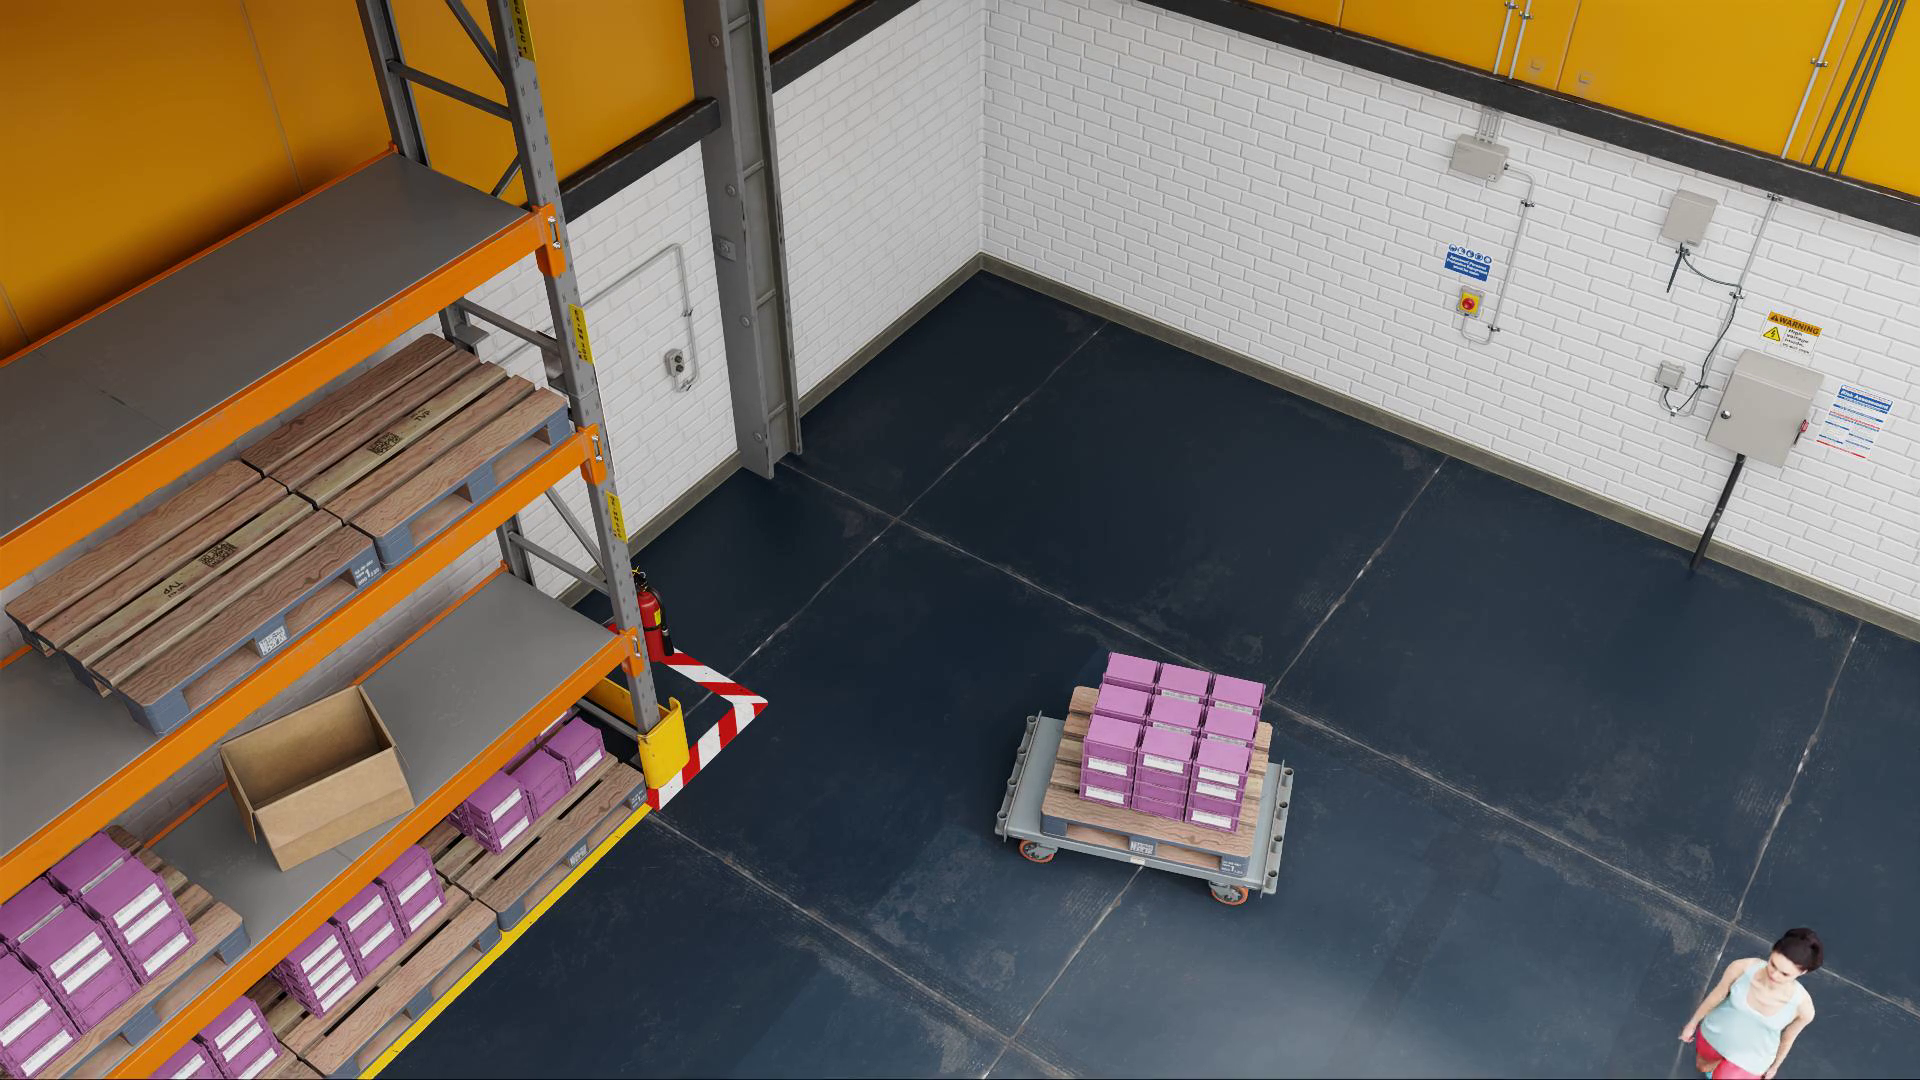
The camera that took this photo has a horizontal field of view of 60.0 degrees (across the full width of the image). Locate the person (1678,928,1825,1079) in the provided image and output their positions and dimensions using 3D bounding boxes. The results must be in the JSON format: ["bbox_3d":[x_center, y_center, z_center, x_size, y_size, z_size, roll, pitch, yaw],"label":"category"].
[{"bbox_3d":[3.813,2.417,8.118,1.192,1.738,0.744,-33,53,-30],"label":"person"}]
